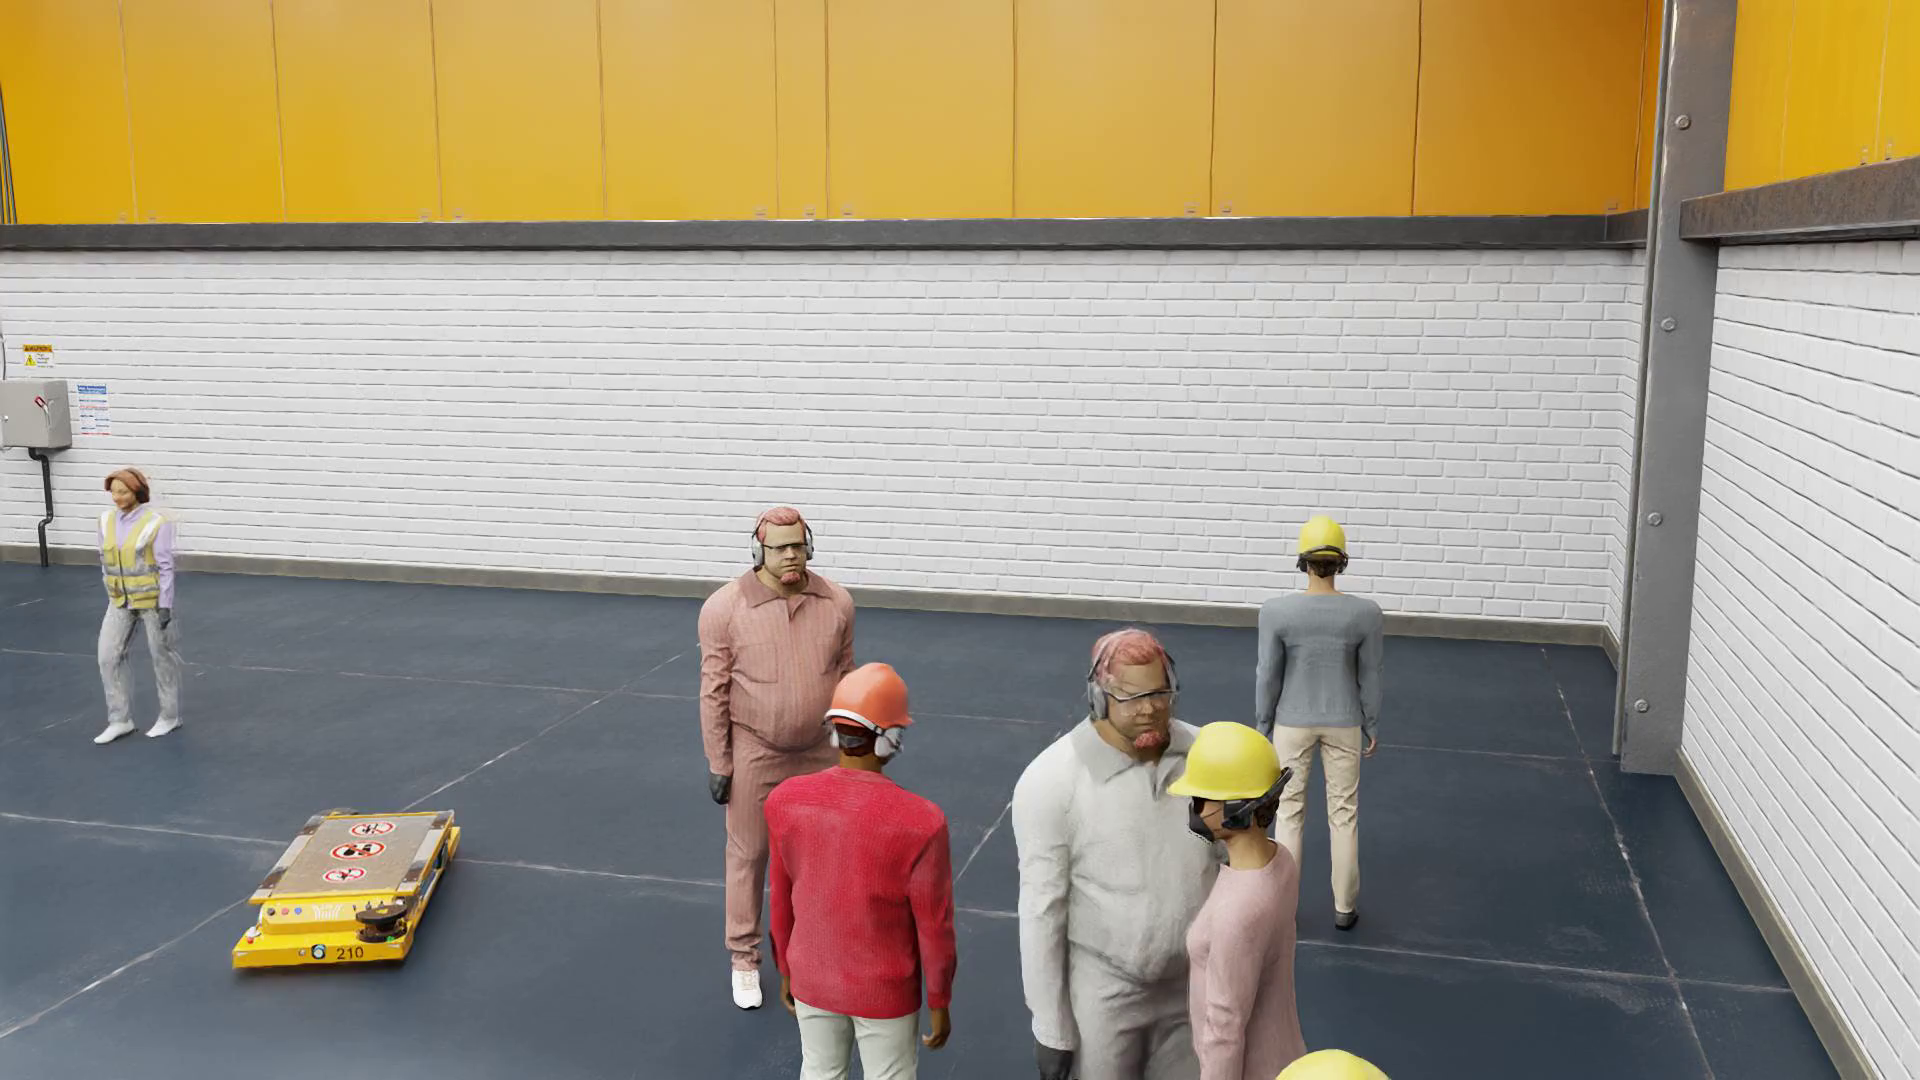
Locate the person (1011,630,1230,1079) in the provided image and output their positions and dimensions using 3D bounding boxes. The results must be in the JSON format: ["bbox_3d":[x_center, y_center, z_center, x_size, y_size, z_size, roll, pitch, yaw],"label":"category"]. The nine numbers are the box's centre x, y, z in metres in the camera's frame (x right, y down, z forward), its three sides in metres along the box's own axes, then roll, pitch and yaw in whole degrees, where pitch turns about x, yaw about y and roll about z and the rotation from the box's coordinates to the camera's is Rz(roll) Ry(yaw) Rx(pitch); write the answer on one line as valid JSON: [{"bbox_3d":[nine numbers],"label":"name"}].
[{"bbox_3d":[0.467,1.166,4.396,0.710,1.908,0.455,-5,11,-28],"label":"person"}]

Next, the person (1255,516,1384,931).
[{"bbox_3d":[1.504,0.776,7.018,0.533,1.766,0.316,1,10,4],"label":"person"}]

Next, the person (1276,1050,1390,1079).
[{"bbox_3d":[0.517,1.560,2.413,0.535,1.763,0.334,-2,10,-12],"label":"person"}]

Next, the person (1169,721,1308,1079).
[{"bbox_3d":[0.656,1.294,3.986,0.340,1.760,0.525,4,10,20],"label":"person"}]

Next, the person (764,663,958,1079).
[{"bbox_3d":[-0.259,1.198,4.612,0.571,1.738,0.354,5,11,25],"label":"person"}]

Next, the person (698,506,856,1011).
[{"bbox_3d":[-0.666,0.816,6.360,0.638,1.909,0.408,-5,11,-27],"label":"person"}]

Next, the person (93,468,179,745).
[{"bbox_3d":[-4.836,0.393,9.686,0.541,1.613,0.622,2,10,14],"label":"person"}]

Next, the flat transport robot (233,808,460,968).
[{"bbox_3d":[-2.639,1.476,7.284,0.652,0.197,1.431,-1,10,-8],"label":"flat transport robot"}]
